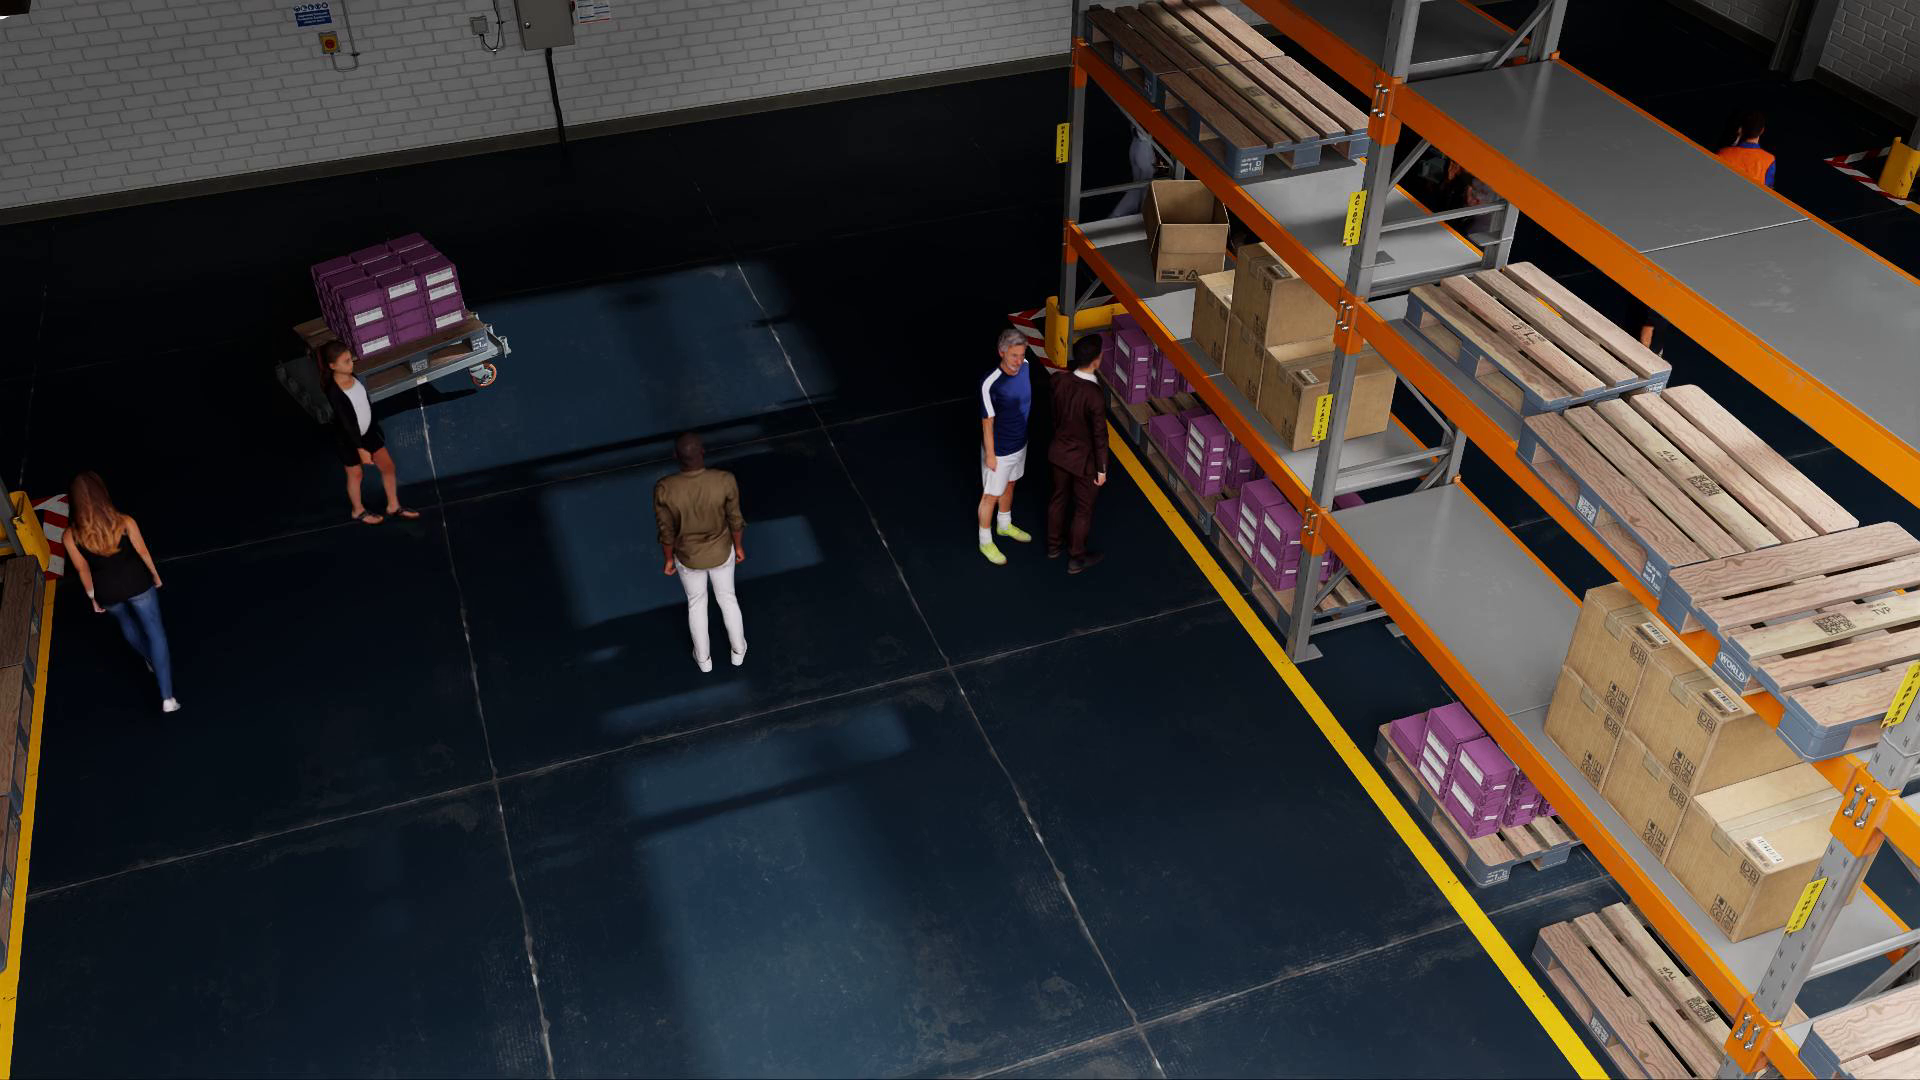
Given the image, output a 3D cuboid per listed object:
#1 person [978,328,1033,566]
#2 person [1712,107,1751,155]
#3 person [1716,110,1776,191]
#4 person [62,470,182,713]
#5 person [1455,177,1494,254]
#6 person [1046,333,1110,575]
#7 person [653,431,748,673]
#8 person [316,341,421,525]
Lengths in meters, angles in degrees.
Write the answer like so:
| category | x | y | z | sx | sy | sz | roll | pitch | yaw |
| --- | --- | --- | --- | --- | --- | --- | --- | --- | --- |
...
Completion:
| category | x | y | z | sx | sy | sz | roll | pitch | yaw |
| --- | --- | --- | --- | --- | --- | --- | --- | --- | --- |
| person | 0.307 | -0.693 | 11.595 | 0.733 | 1.834 | 0.722 | 26 | 45 | 29 |
| person | 6.488 | -2.954 | 14.546 | 1.050 | 1.686 | 1.136 | 7 | 39 | 9 |
| person | 6.510 | -2.670 | 14.080 | 1.110 | 1.823 | 1.089 | -31 | 48 | -33 |
| person | -5.215 | 0.366 | 10.387 | 0.596 | 1.687 | 1.071 | -13 | 40 | -16 |
| person | 4.088 | -2.045 | 13.295 | 0.898 | 1.826 | 0.849 | 18 | 42 | 21 |
| person | 0.796 | -0.588 | 11.444 | 0.700 | 1.860 | 0.823 | 31 | 48 | 33 |
| person | -1.632 | 0.092 | 10.621 | 0.745 | 1.824 | 0.620 | -8 | 39 | -10 |
| person | -4.415 | -0.757 | 11.914 | 0.802 | 1.537 | 0.771 | 11 | 40 | 13 |
